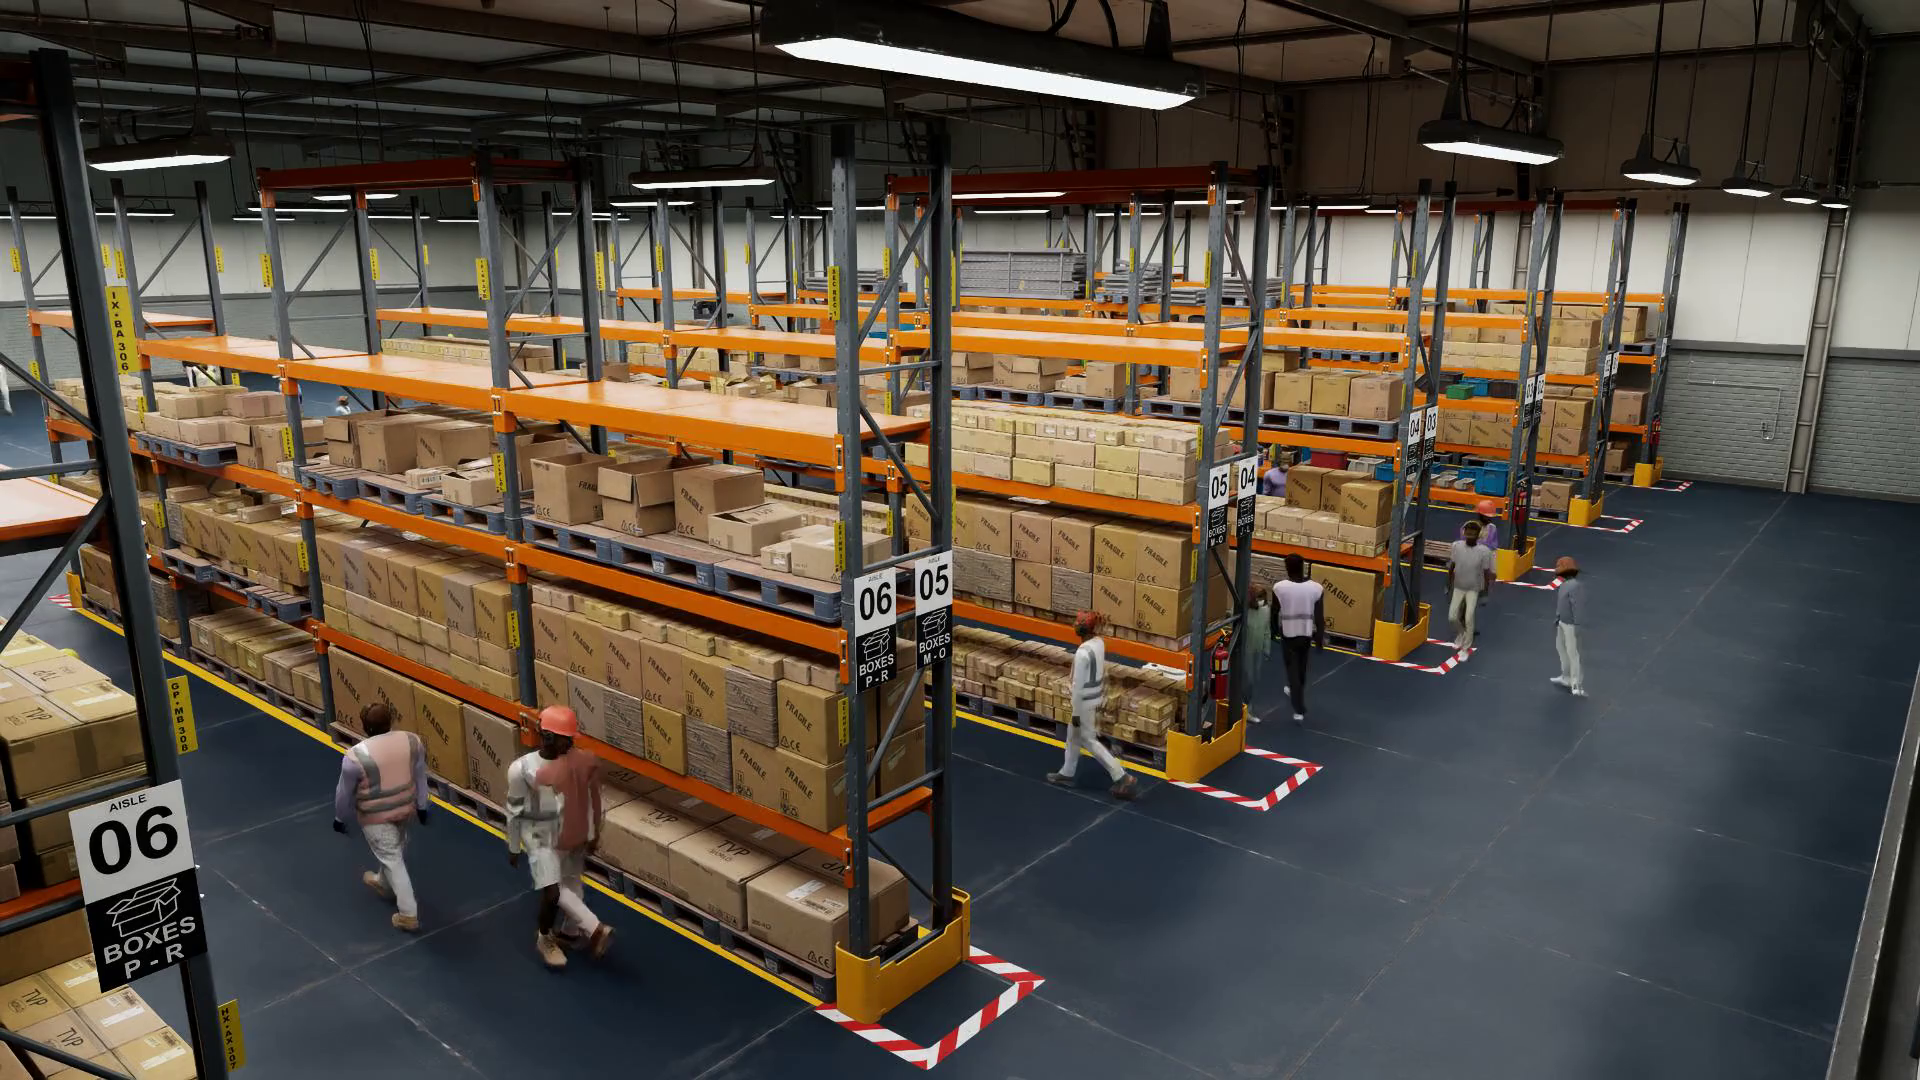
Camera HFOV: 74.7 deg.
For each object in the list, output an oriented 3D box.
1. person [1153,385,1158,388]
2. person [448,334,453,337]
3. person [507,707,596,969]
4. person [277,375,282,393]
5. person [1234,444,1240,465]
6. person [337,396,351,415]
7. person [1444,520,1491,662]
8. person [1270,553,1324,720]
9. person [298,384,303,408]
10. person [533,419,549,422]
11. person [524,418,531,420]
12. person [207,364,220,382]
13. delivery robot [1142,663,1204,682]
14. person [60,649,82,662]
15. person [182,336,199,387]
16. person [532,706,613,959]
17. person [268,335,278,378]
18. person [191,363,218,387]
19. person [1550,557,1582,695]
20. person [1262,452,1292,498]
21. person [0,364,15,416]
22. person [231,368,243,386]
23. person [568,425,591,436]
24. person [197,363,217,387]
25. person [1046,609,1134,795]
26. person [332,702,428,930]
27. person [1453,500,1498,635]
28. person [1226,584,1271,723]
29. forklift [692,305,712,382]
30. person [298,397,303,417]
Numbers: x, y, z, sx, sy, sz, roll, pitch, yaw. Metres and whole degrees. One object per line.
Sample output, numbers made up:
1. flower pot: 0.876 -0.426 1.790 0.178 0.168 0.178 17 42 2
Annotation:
1. person: 4.935 -3.142 31.538 0.380 1.928 0.586 13 19 42
2. person: -18.956 -6.818 47.035 0.547 1.743 0.597 -3 14 -13
3. person: -2.990 2.214 9.342 0.629 2.002 0.620 13 19 42
4. person: -17.466 -3.513 32.868 0.622 2.021 0.858 10 17 35
5. person: 4.791 -0.714 21.669 0.567 1.876 0.937 -5 14 -18
6. person: -14.724 -2.652 30.157 0.657 1.619 0.533 -1 14 -2
7. person: 6.498 0.635 16.154 0.574 1.851 0.462 10 17 37
8. person: 3.829 1.076 14.353 0.592 1.865 0.980 -2 14 -7
9. person: -18.379 -3.748 34.616 0.545 1.656 0.803 -3 14 -14
10. person: -11.641 -3.889 34.882 0.516 1.811 0.937 2 14 10
11. person: -10.680 -3.003 30.922 0.401 1.949 0.605 -5 15 -21
12. person: -23.867 -5.172 40.107 0.403 1.825 0.588 6 15 24
13. delivery robot: 2.480 1.619 14.705 0.707 0.478 0.477 13 19 43
14. person: -8.044 1.831 11.487 0.483 1.737 0.320 3 14 13
15. person: -26.163 -5.937 42.895 0.396 1.990 0.624 9 16 33
16. person: -2.907 2.209 9.429 0.678 1.971 0.618 8 16 30
17. person: -26.195 -7.004 48.028 0.364 1.627 0.534 -9 16 -33
18. person: -22.722 -4.628 37.944 0.648 1.791 0.977 -8 16 -28
19. person: 7.296 1.023 15.094 0.373 1.596 0.658 2 14 9
20. person: 5.236 -0.484 20.579 0.635 1.937 0.361 2 14 8
21. person: -29.135 -4.705 38.020 0.890 1.920 0.643 5 14 19
22. person: -23.478 -5.370 40.554 0.942 2.000 0.675 13 19 43
23. person: -7.915 -1.831 26.171 0.585 1.908 0.780 -11 18 -38
24. person: -21.565 -4.188 36.147 0.972 1.791 0.646 4 14 16
25. person: 1.297 1.580 12.274 0.873 1.857 0.577 6 15 23
26. person: -4.625 2.151 10.036 0.965 1.793 0.643 9 16 32
27. person: 7.012 0.384 17.068 0.596 1.913 0.485 -5 14 -18
28. person: 3.257 1.257 14.079 0.508 1.612 0.371 -9 16 -33
29. forklift: -9.511 -7.392 47.124 1.873 2.768 1.129 11 17 38
30. person: -16.663 -3.038 31.454 0.374 1.752 0.551 6 15 23
